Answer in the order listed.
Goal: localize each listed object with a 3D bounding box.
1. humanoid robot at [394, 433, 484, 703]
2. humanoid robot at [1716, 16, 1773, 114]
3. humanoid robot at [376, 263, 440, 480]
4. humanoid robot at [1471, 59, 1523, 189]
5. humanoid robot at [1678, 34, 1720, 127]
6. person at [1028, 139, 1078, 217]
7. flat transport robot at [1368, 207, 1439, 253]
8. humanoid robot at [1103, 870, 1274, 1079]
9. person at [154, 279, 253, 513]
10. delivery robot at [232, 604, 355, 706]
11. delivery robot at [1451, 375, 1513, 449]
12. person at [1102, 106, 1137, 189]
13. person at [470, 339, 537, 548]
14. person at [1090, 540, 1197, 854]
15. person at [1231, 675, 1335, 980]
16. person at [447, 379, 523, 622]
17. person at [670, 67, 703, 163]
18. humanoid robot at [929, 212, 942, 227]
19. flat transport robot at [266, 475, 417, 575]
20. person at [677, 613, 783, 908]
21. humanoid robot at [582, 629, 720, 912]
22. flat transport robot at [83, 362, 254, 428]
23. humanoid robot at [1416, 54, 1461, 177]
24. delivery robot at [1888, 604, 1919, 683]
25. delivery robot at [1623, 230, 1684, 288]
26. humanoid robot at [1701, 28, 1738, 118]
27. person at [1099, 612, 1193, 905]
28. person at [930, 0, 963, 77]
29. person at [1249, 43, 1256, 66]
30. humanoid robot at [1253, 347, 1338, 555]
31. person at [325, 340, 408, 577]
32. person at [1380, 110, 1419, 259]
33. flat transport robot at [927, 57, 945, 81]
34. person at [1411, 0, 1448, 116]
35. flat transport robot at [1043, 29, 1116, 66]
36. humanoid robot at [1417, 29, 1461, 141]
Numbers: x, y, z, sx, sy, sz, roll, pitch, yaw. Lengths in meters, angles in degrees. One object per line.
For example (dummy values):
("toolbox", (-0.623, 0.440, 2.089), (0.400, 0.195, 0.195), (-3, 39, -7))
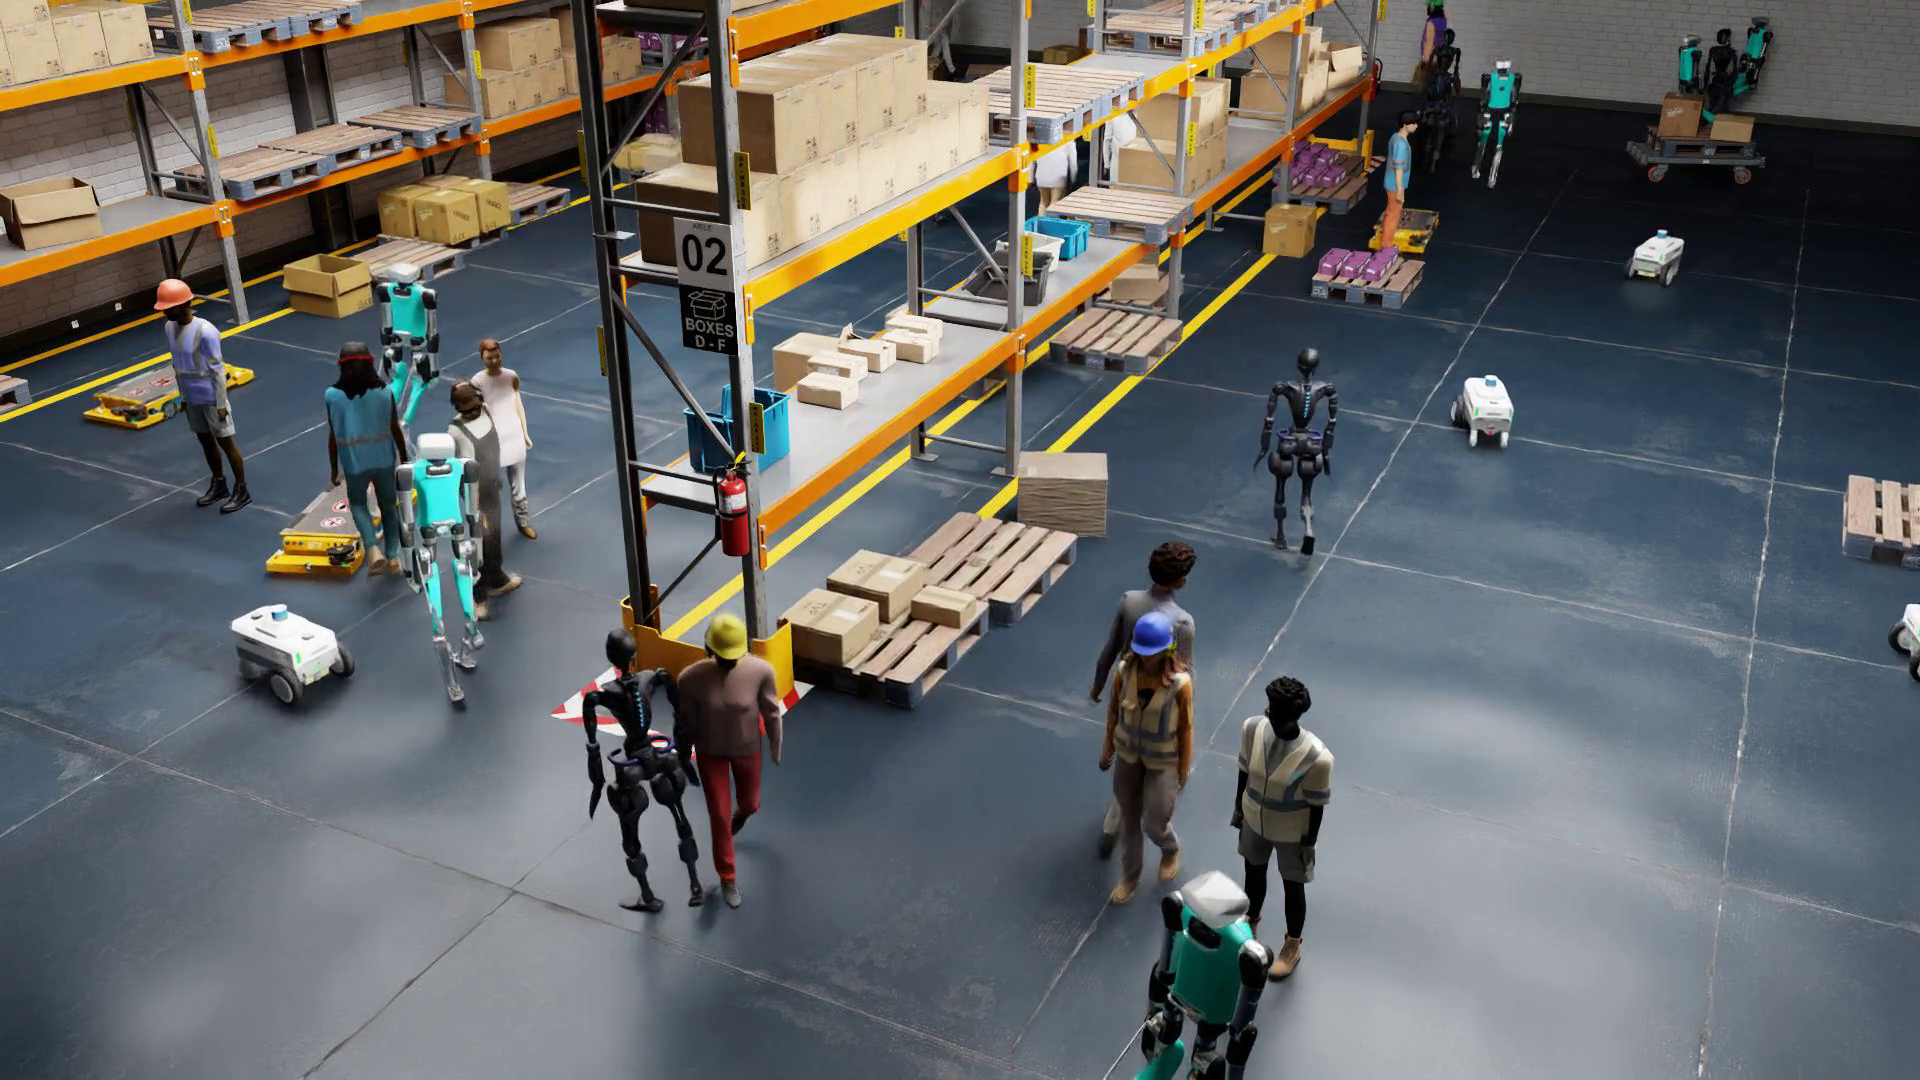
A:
("humanoid robot", (-3.248, 0.231, 10.685), (0.582, 1.783, 0.892), (-13, 29, -25))
("humanoid robot", (11.810, -7.085, 25.283), (0.735, 1.677, 0.533), (-3, 27, -7))
("humanoid robot", (-4.701, -1.321, 13.858), (0.561, 1.827, 0.885), (7, 27, 14))
("humanoid robot", (7.247, -5.703, 22.677), (0.550, 1.804, 0.945), (3, 26, 5))
("humanoid robot", (10.698, -6.371, 24.063), (0.770, 1.826, 0.537), (-1, 26, -3))
("person", (1.122, -4.324, 19.856), (0.566, 1.731, 0.559), (10, 28, 20))
("flat transport robot", (5.495, -3.840, 20.534), (0.659, 0.231, 1.431), (10, 28, 19))
("humanoid robot", (0.852, 2.162, 6.751), (0.996, 1.735, 0.546), (-20, 33, -34))
("person", (-6.042, -1.145, 13.226), (0.541, 1.931, 0.383), (13, 29, 24))
("delivery robot", (-4.466, 0.707, 11.018), (0.765, 0.586, 0.499), (16, 30, 28))
("delivery robot", (4.697, -1.175, 14.837), (0.499, 0.602, 0.795), (4, 27, 7))
("person", (2.038, -4.542, 20.106), (0.642, 1.911, 0.414), (2, 26, 4))
("person", (-3.504, -0.752, 12.724), (0.442, 1.660, 0.287), (-17, 31, -31))
("person", (1.025, 0.841, 9.298), (0.602, 1.848, 0.846), (22, 34, 37))
("person", (1.586, 1.415, 8.313), (0.532, 1.692, 0.320), (23, 35, 39))
("person", (-3.357, -0.345, 11.753), (0.346, 1.808, 0.668), (5, 27, 10))
("person", (-3.623, -5.217, 21.593), (0.822, 1.796, 0.583), (-6, 27, -11))
("humanoid robot", (-0.444, -4.606, 20.541), (0.740, 1.642, 0.601), (-23, 34, -38))
("flat transport robot", (-4.811, -0.135, 13.050), (0.659, 0.231, 1.431), (2, 26, 5))
("person", (-1.240, 1.073, 8.955), (0.561, 1.731, 0.660), (-6, 27, -12))
("humanoid robot", (-1.633, 1.244, 8.689), (0.609, 1.645, 0.480), (-16, 31, -30))
("flat transport robot", (-7.421, -1.410, 15.626), (0.659, 0.231, 1.431), (10, 28, 20))
("humanoid robot", (6.702, -5.954, 23.242), (0.613, 1.624, 0.711), (15, 30, 27))
("delivery robot", (6.684, 0.660, 11.126), (0.769, 0.598, 0.521), (4, 27, 8))
("delivery robot", (7.952, -3.225, 18.971), (0.499, 0.595, 0.781), (21, 33, 36))
("humanoid robot", (11.460, -6.856, 25.047), (0.350, 1.636, 0.600), (-10, 28, -19))
("person", (0.975, 1.152, 8.773), (0.471, 1.768, 0.396), (15, 30, 28))
("person", (-0.277, -9.211, 29.704), (1.001, 1.781, 0.514), (23, 34, 38))
("person", (4.896, -7.701, 26.528), (0.551, 1.877, 0.414), (23, 34, 38))
("humanoid robot", (2.534, -0.646, 12.514), (0.583, 1.640, 0.565), (-1, 26, -2))
("person", (-4.299, -0.553, 12.107), (0.559, 1.852, 0.493), (-9, 28, -18))
("person", (5.142, -4.160, 19.505), (0.344, 1.758, 0.504), (4, 27, 8))
("flat transport robot", (-0.734, -6.718, 26.349), (1.431, 0.231, 0.659), (5, 27, 9))
("person", (7.479, -7.686, 26.446), (0.473, 1.914, 0.568), (16, 30, 29))
("flat transport robot", (2.140, -8.034, 29.007), (1.431, 0.231, 0.659), (21, 33, 36))
("humanoid robot", (7.274, -6.867, 25.097), (0.609, 1.625, 0.756), (-8, 27, -16))
